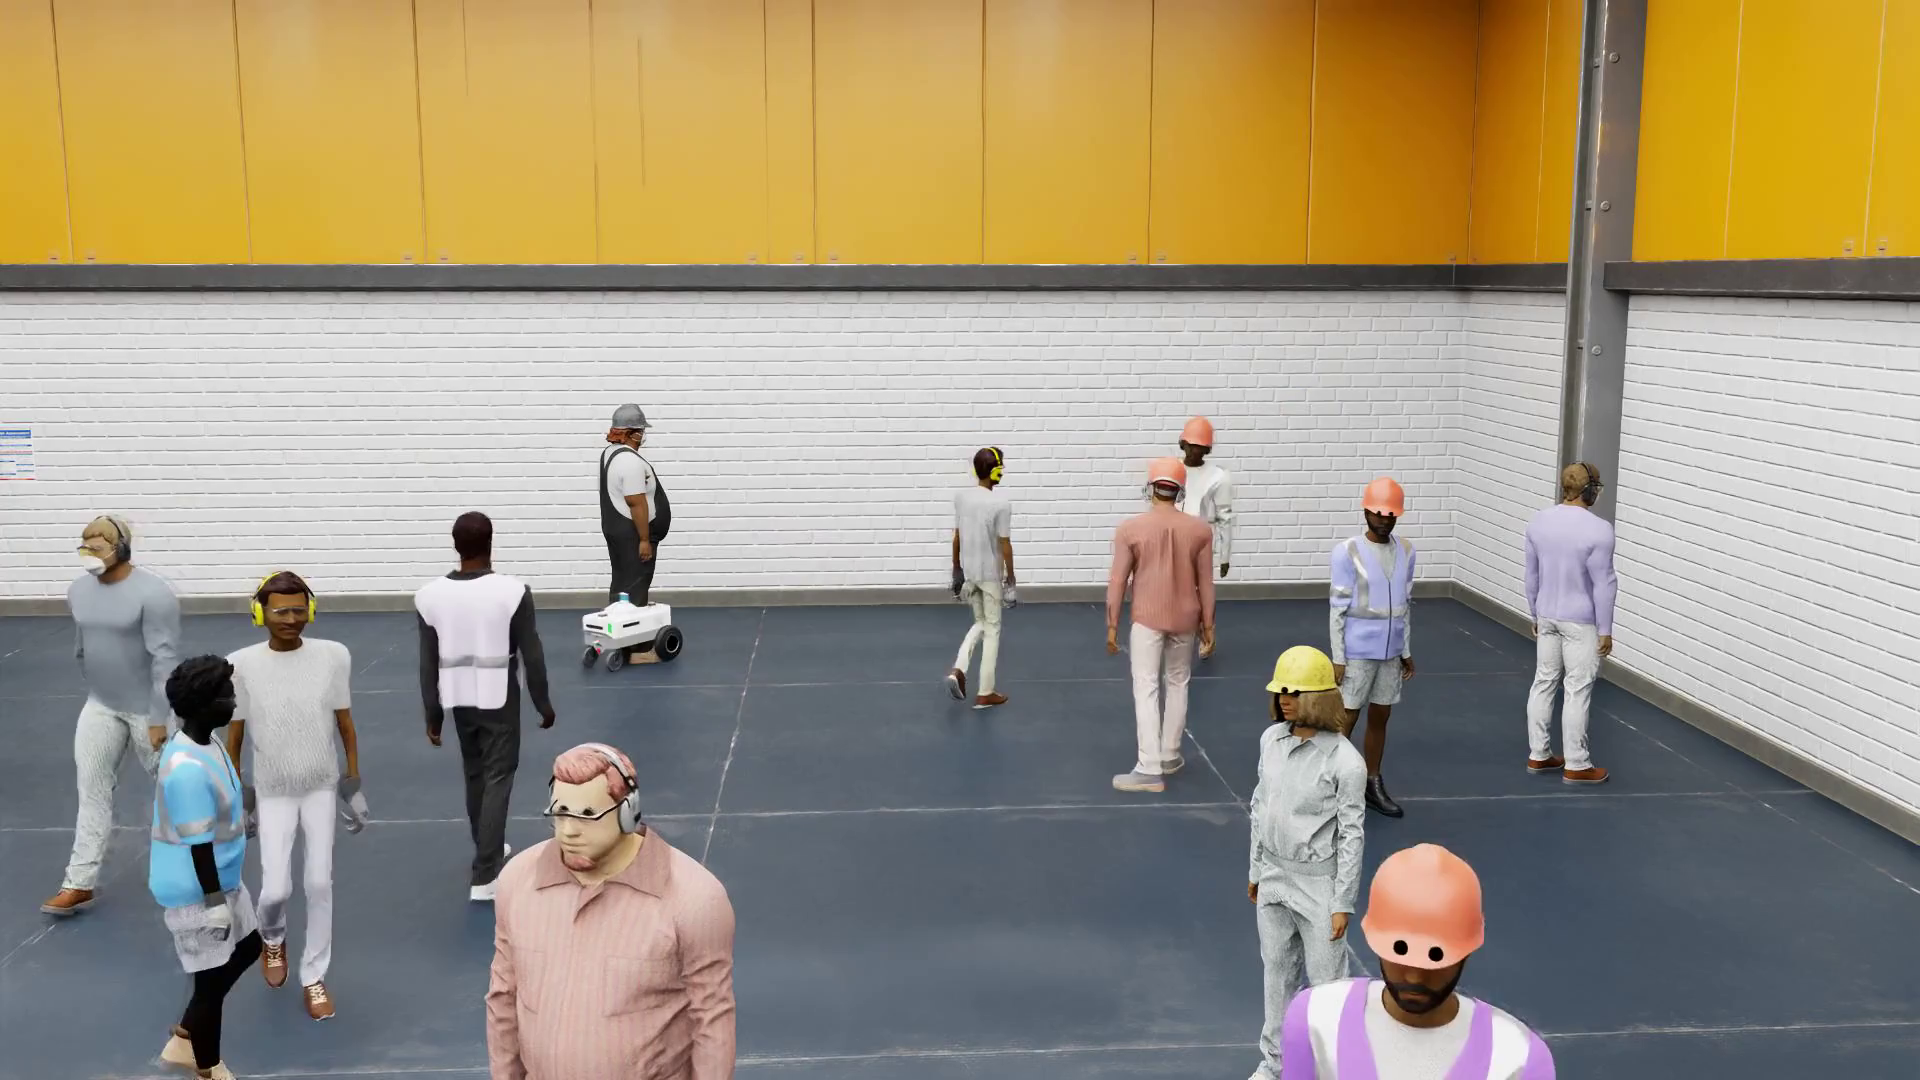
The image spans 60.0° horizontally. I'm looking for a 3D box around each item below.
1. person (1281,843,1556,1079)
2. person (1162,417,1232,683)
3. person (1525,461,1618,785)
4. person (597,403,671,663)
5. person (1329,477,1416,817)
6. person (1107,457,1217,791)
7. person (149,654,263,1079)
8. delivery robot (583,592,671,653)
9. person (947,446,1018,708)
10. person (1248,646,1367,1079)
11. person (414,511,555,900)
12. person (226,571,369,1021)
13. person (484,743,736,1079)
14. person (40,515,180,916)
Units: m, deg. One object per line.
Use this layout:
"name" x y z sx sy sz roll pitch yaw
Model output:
"person" 0.921 1.533 3.444 0.561 1.927 0.522 4 10 22
"person" 1.791 0.038 12.668 0.603 1.996 0.965 6 11 31
"person" 3.655 0.490 9.961 0.371 1.940 0.630 -5 10 -29
"person" -2.549 -0.063 13.109 0.538 2.000 0.683 -6 11 -32
"person" 2.303 0.608 9.232 0.548 1.934 0.374 -4 10 -23
"person" 1.207 0.496 9.939 0.662 1.956 0.637 -2 9 -10
"person" -2.732 1.241 6.013 0.340 1.689 0.549 -2 9 -15
"delivery robot" -2.600 0.649 12.999 0.477 0.478 0.707 6 11 34
"person" 0.161 0.268 11.615 0.542 1.852 0.456 8 12 41
"person" 1.206 1.230 5.922 0.297 1.744 0.487 -7 11 -36
"person" -2.350 0.794 8.232 0.597 1.911 0.684 2 9 11
"person" -2.728 1.029 6.853 0.516 1.855 0.467 -5 10 -29
"person" -0.890 1.431 4.158 0.651 1.904 0.403 2 9 13
"person" -4.066 0.812 8.114 0.650 1.886 1.015 3 9 16
